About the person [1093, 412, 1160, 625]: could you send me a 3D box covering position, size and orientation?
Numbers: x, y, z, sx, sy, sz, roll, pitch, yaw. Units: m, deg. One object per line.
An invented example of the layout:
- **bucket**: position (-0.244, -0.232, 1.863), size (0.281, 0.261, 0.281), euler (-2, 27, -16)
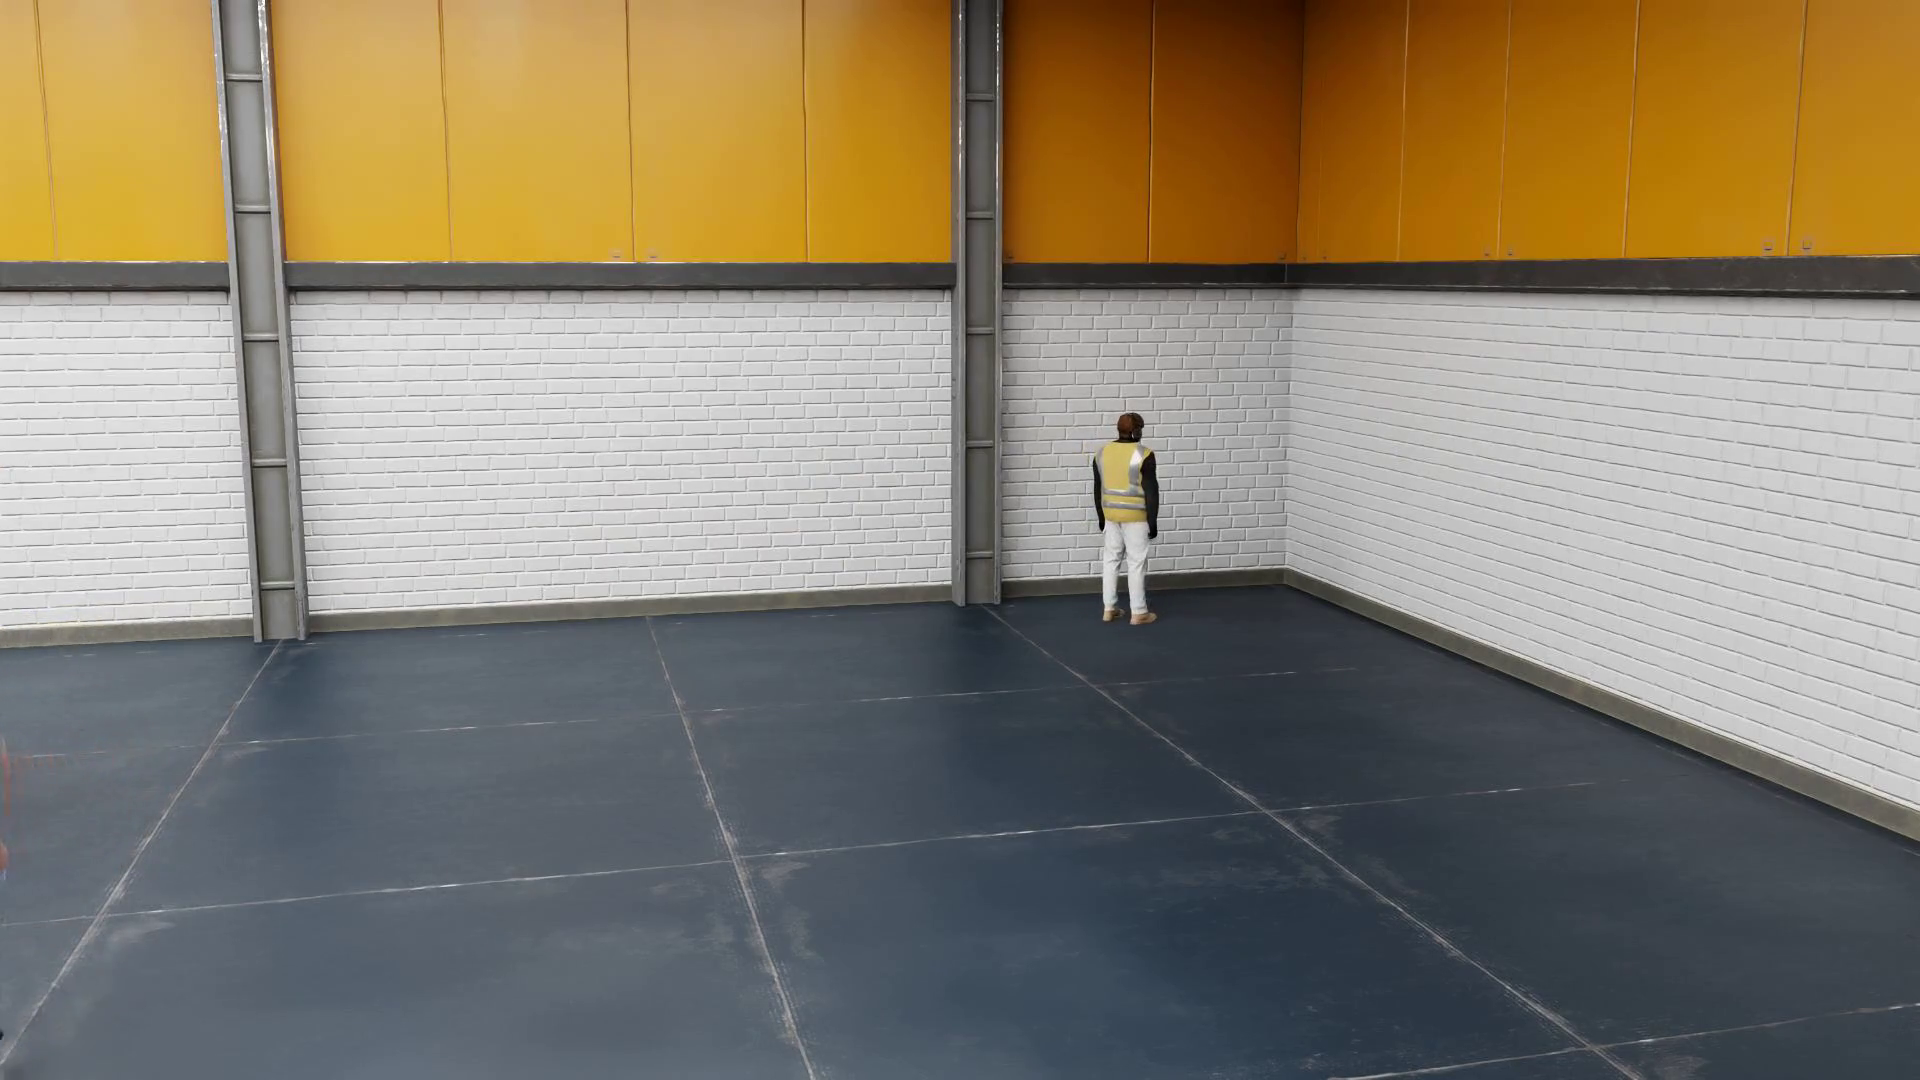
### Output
- **person**: position (1.464, -0.191, 14.455), size (0.633, 1.841, 0.429), euler (7, 12, 38)
